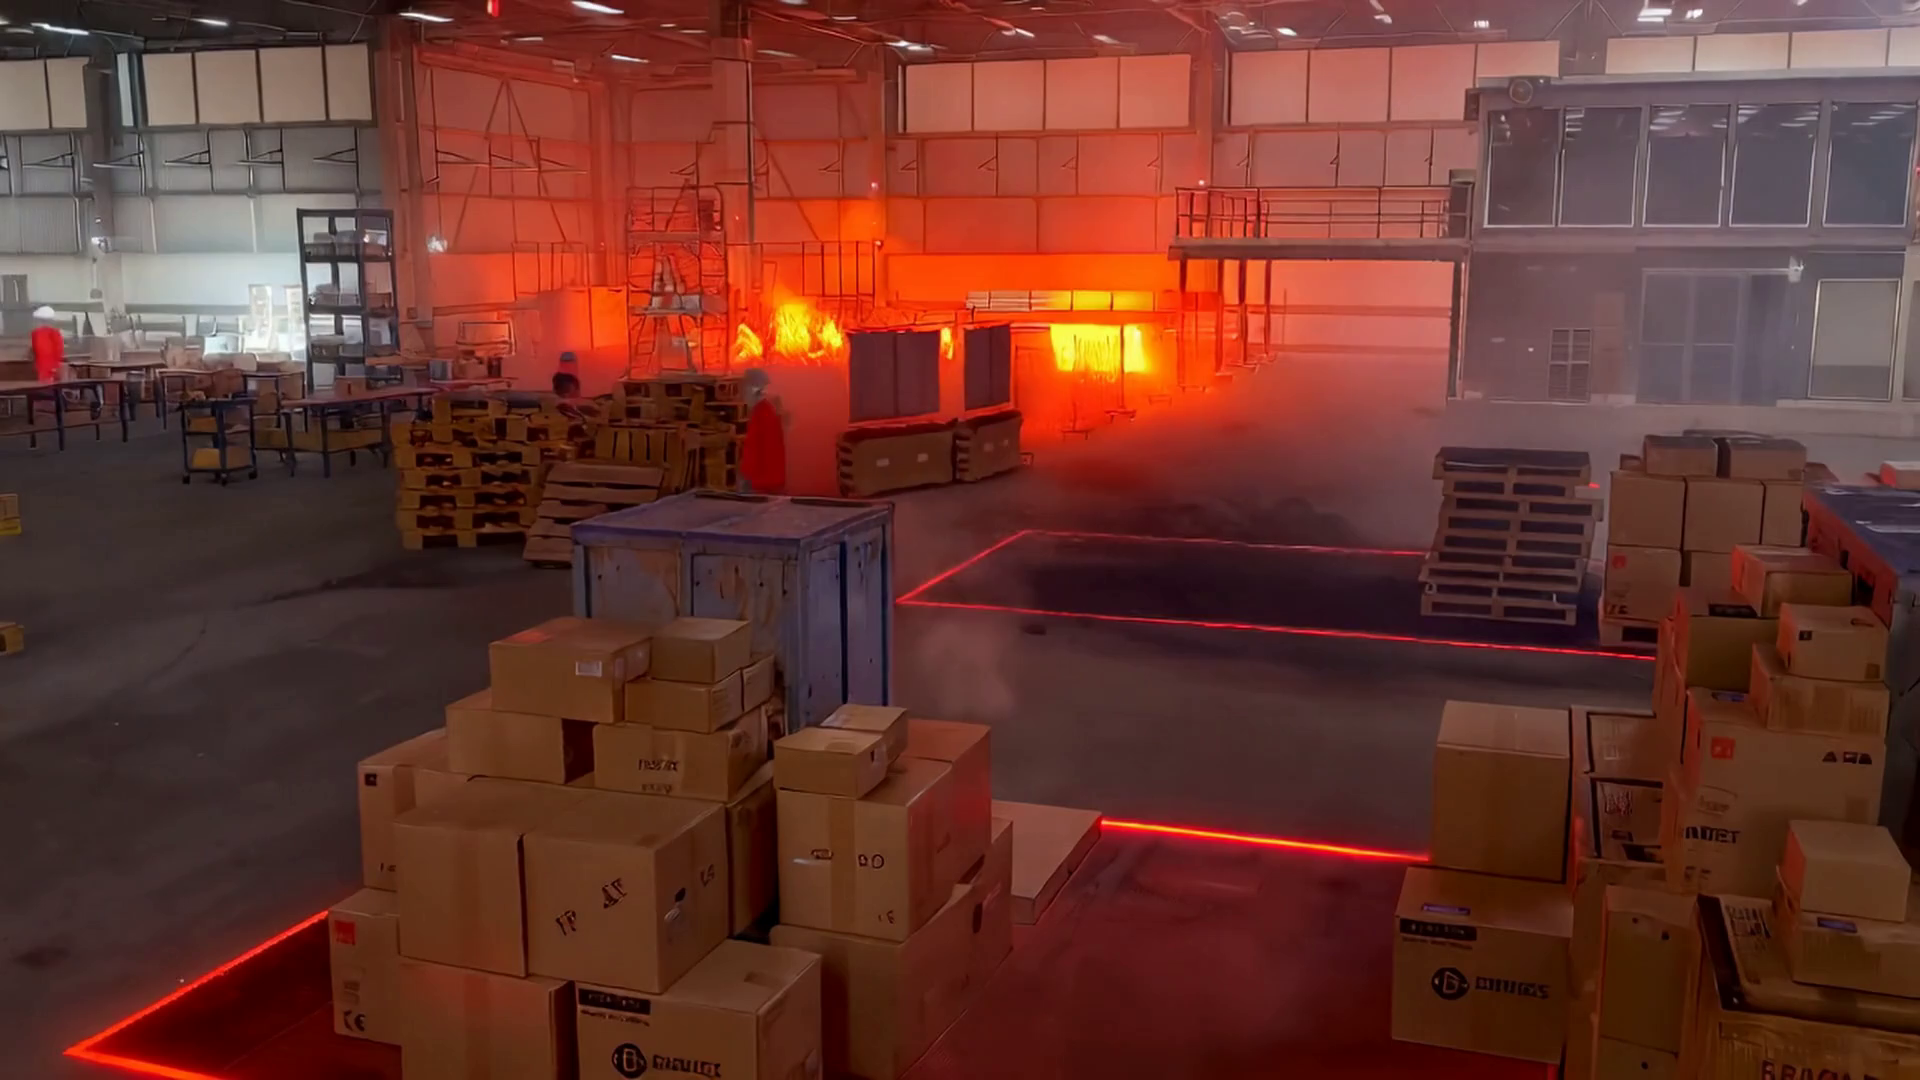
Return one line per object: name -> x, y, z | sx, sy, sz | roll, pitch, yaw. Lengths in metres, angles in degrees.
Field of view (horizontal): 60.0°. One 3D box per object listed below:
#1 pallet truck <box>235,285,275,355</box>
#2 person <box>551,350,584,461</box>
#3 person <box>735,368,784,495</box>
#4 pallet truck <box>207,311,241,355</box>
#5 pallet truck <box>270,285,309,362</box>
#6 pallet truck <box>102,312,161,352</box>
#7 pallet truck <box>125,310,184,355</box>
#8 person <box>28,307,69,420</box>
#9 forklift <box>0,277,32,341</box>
pallet truck -> -18.327, -5.835, 44.421 | 0.823, 1.965, 1.885 | 4, 11, 23
person -> -4.843, -1.517, 20.883 | 0.501, 1.716, 0.815 | 7, 12, 34
person -> -1.849, -0.546, 14.786 | 1.019, 1.938, 0.652 | -3, 10, -16
pallet truck -> -19.537, -5.575, 44.913 | 0.653, 1.274, 1.630 | 3, 11, 19
pallet truck -> -17.147, -5.700, 43.663 | 0.823, 1.965, 1.885 | 3, 11, 17
pallet truck -> -23.057, -5.777, 46.261 | 0.680, 1.201, 1.601 | 3, 11, 19
pallet truck -> -22.038, -5.665, 45.457 | 0.704, 1.261, 1.522 | 3, 11, 17
person -> -15.544, -2.964, 28.289 | 0.608, 2.005, 1.051 | 4, 11, 21
forklift -> -27.151, -6.329, 46.328 | 1.157, 1.987, 2.680 | 3, 11, 17
